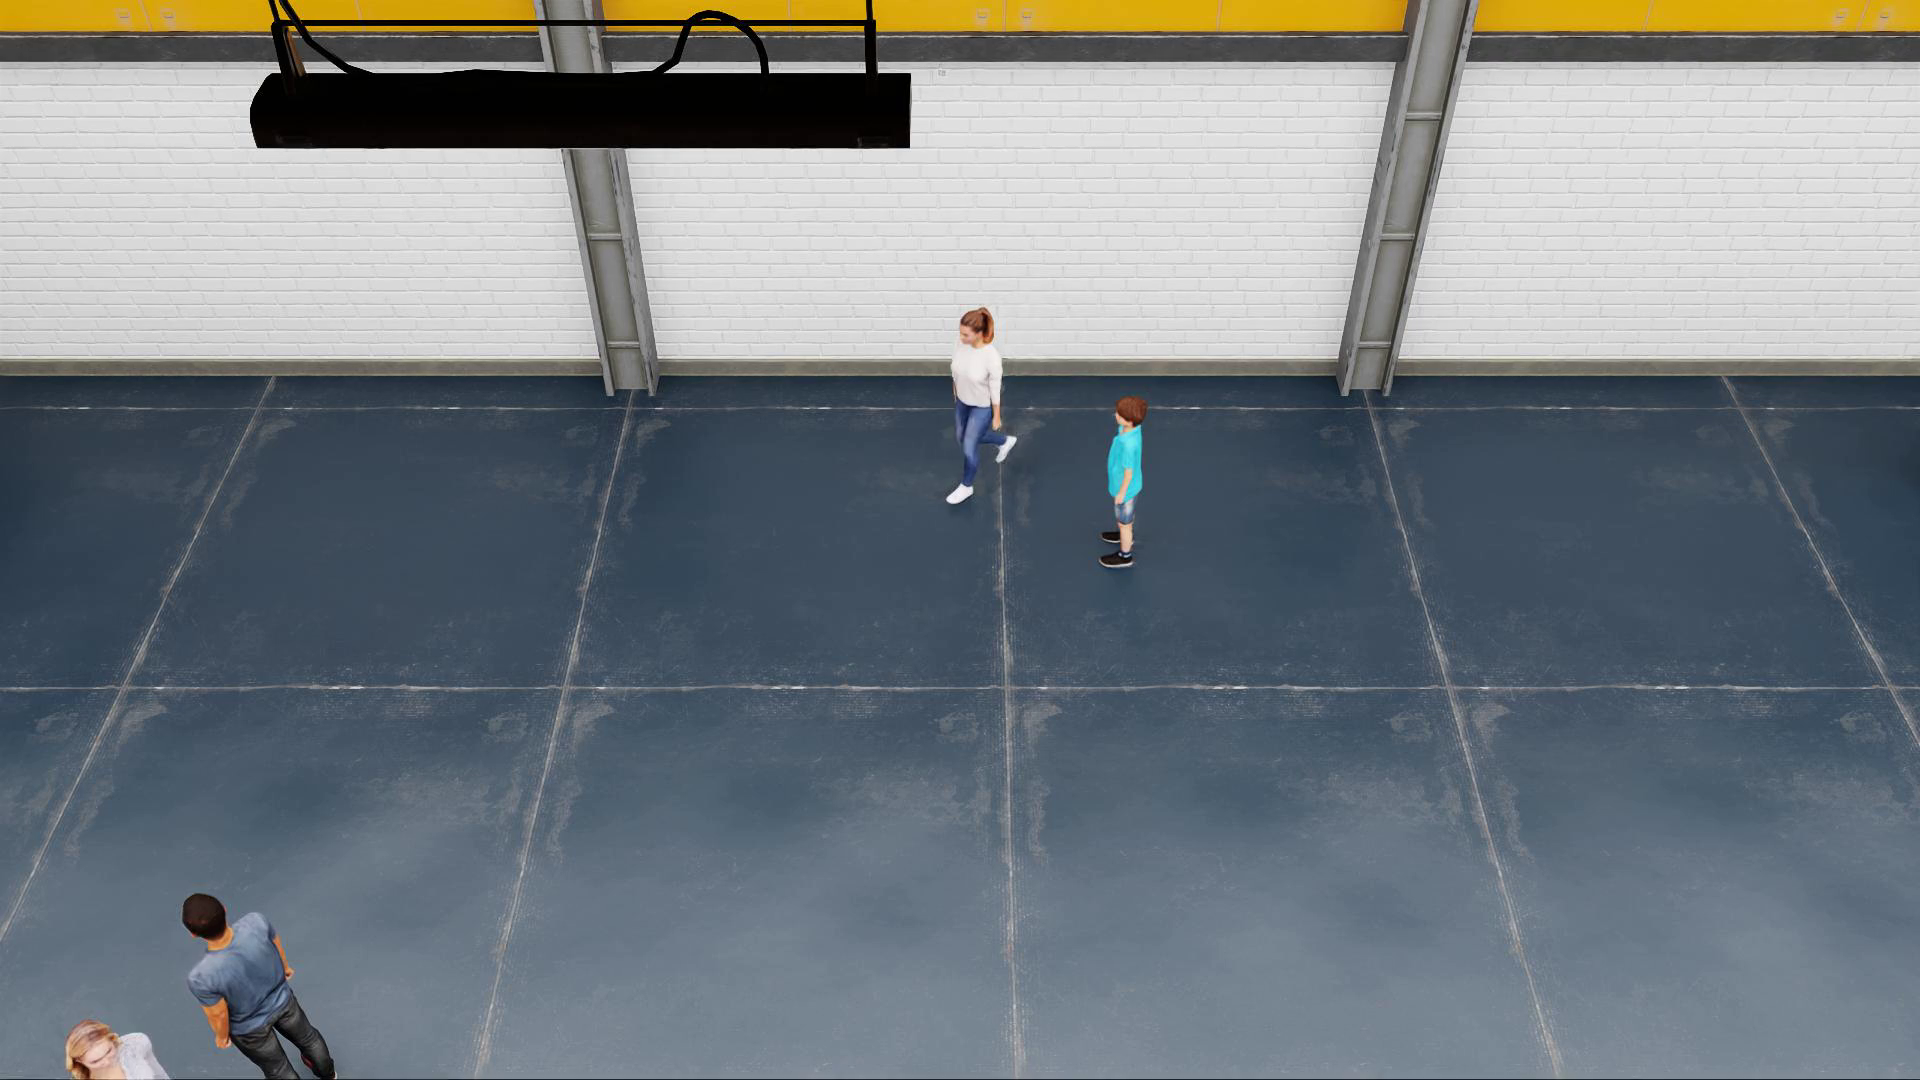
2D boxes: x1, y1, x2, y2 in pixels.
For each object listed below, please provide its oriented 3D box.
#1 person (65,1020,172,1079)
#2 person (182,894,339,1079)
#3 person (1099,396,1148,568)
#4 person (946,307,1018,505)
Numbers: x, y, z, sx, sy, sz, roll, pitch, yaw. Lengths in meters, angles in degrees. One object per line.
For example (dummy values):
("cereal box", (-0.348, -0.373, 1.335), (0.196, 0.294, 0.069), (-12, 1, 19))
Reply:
("person", (-4.017, 2.825, 8.088), (1.172, 1.770, 0.968), (22, 48, 21))
("person", (-3.592, 2.385, 8.525), (0.705, 1.804, 0.731), (19, 47, 19))
("person", (1.175, -0.434, 11.741), (0.497, 1.449, 0.539), (4, 44, 5))
("person", (0.184, -1.018, 12.168), (1.036, 1.706, 0.956), (-32, 52, -29))
